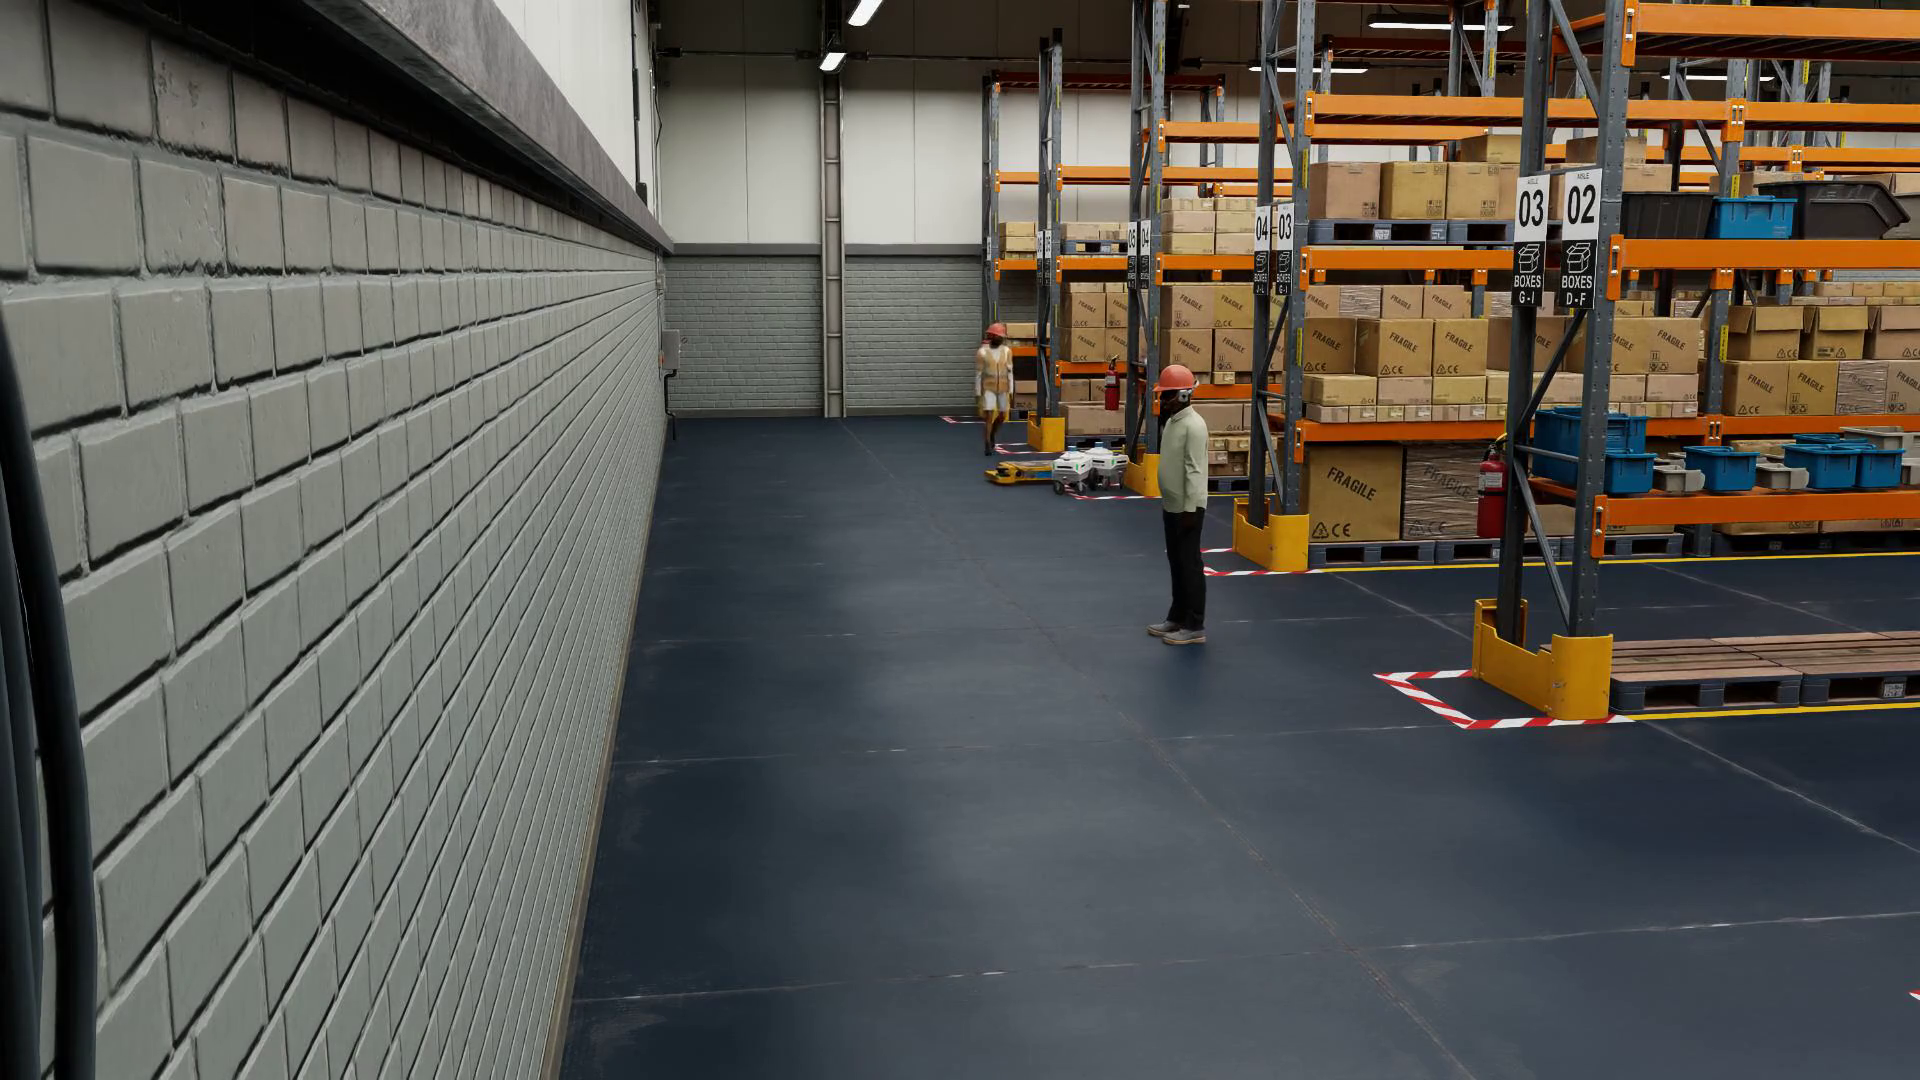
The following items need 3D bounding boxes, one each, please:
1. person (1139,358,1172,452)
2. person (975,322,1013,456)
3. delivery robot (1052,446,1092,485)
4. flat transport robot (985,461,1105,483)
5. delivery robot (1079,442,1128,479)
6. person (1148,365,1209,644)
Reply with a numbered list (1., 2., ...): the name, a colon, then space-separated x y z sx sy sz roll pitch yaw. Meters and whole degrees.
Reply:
1. person: 2.619 -1.707 21.189 0.612 1.880 0.719 6 11 33
2. person: 0.480 -2.189 24.038 0.580 1.910 0.678 -3 10 -16
3. delivery robot: 1.335 -0.876 19.831 0.477 0.478 0.707 3 10 18
4. flat transport robot: 1.081 -0.870 20.954 1.431 0.197 0.652 -2 9 -14
5. delivery robot: 1.697 -0.952 20.302 0.707 0.478 0.477 8 12 42
6. person: 1.562 -0.256 11.894 0.402 1.988 0.610 -2 9 -14
